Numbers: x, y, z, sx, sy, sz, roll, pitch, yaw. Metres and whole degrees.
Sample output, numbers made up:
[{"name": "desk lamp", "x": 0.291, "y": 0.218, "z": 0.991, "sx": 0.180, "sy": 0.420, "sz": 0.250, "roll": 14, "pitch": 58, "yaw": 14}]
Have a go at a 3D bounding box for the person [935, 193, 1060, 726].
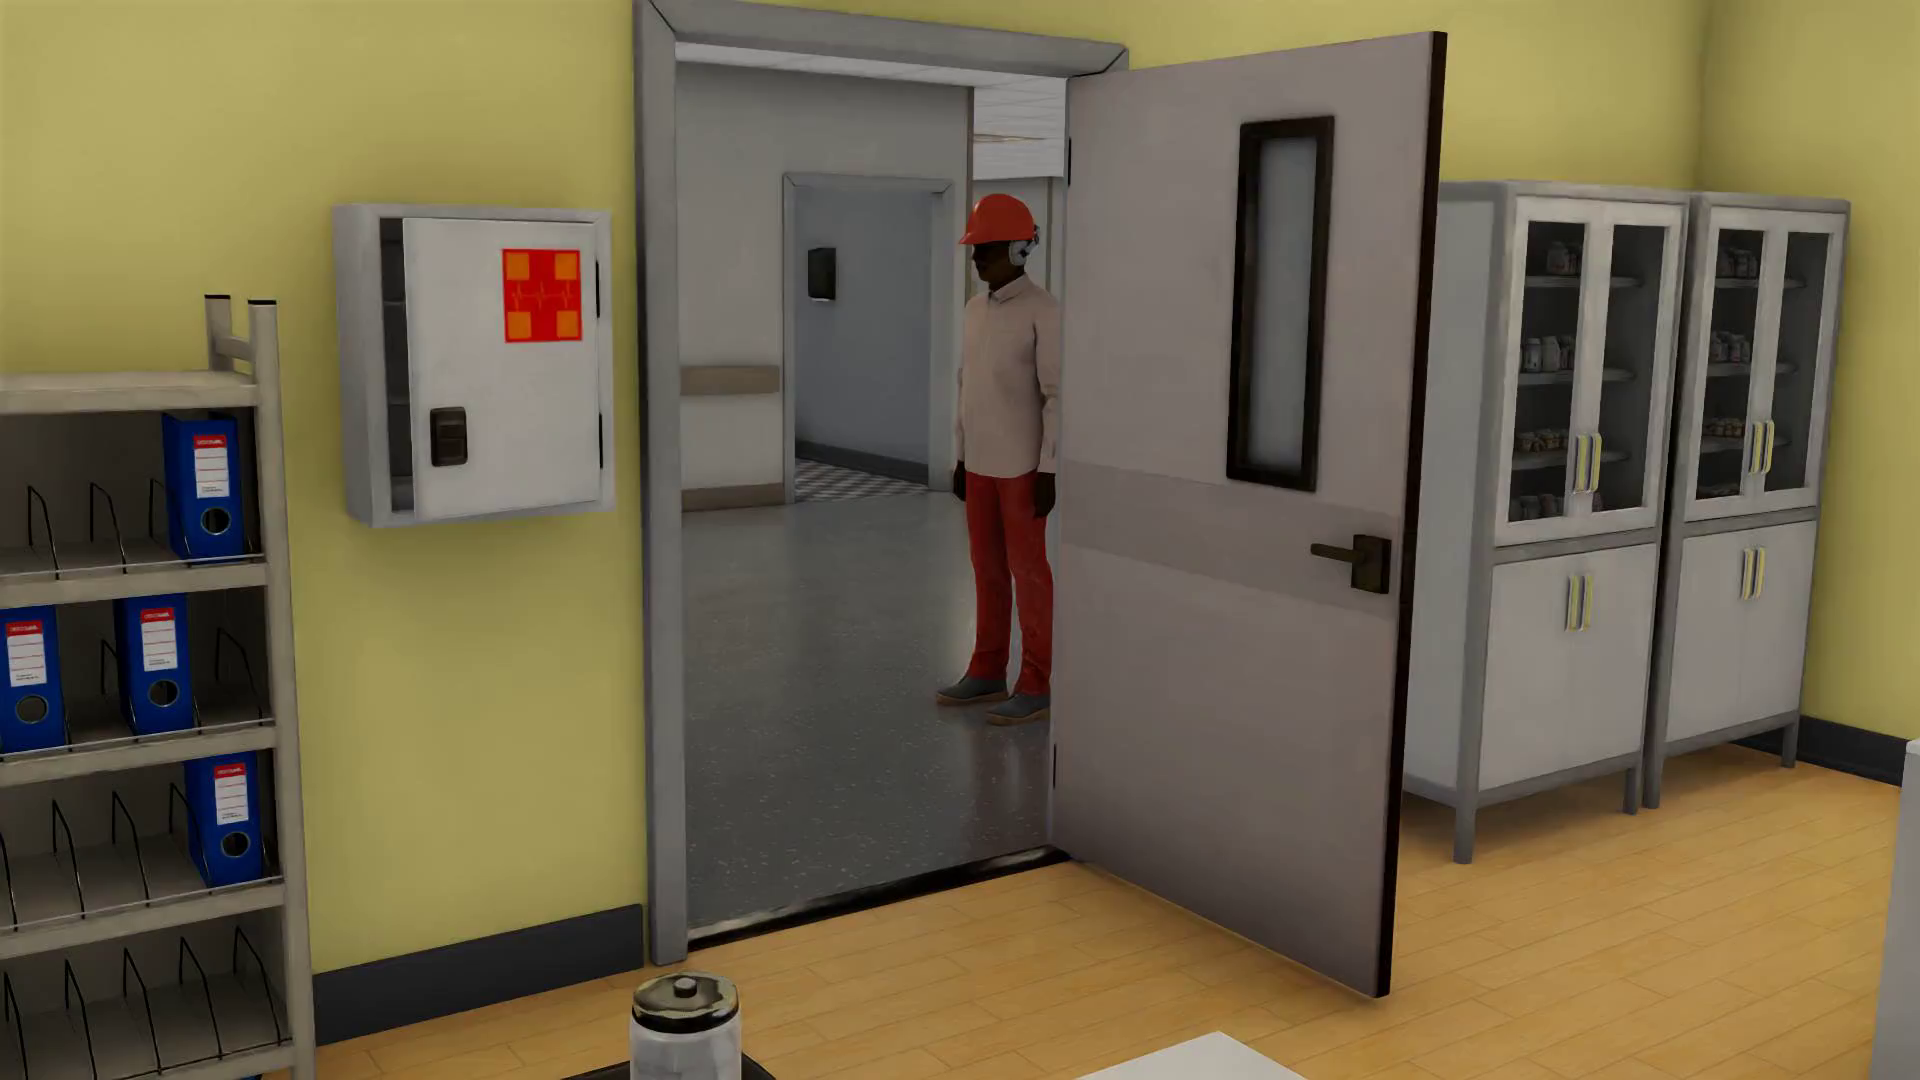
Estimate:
[{"name": "person", "x": 0.157, "y": -0.299, "z": 6.306, "sx": 0.402, "sy": 1.990, "sz": 0.622, "roll": -6, "pitch": 12, "yaw": -34}]
